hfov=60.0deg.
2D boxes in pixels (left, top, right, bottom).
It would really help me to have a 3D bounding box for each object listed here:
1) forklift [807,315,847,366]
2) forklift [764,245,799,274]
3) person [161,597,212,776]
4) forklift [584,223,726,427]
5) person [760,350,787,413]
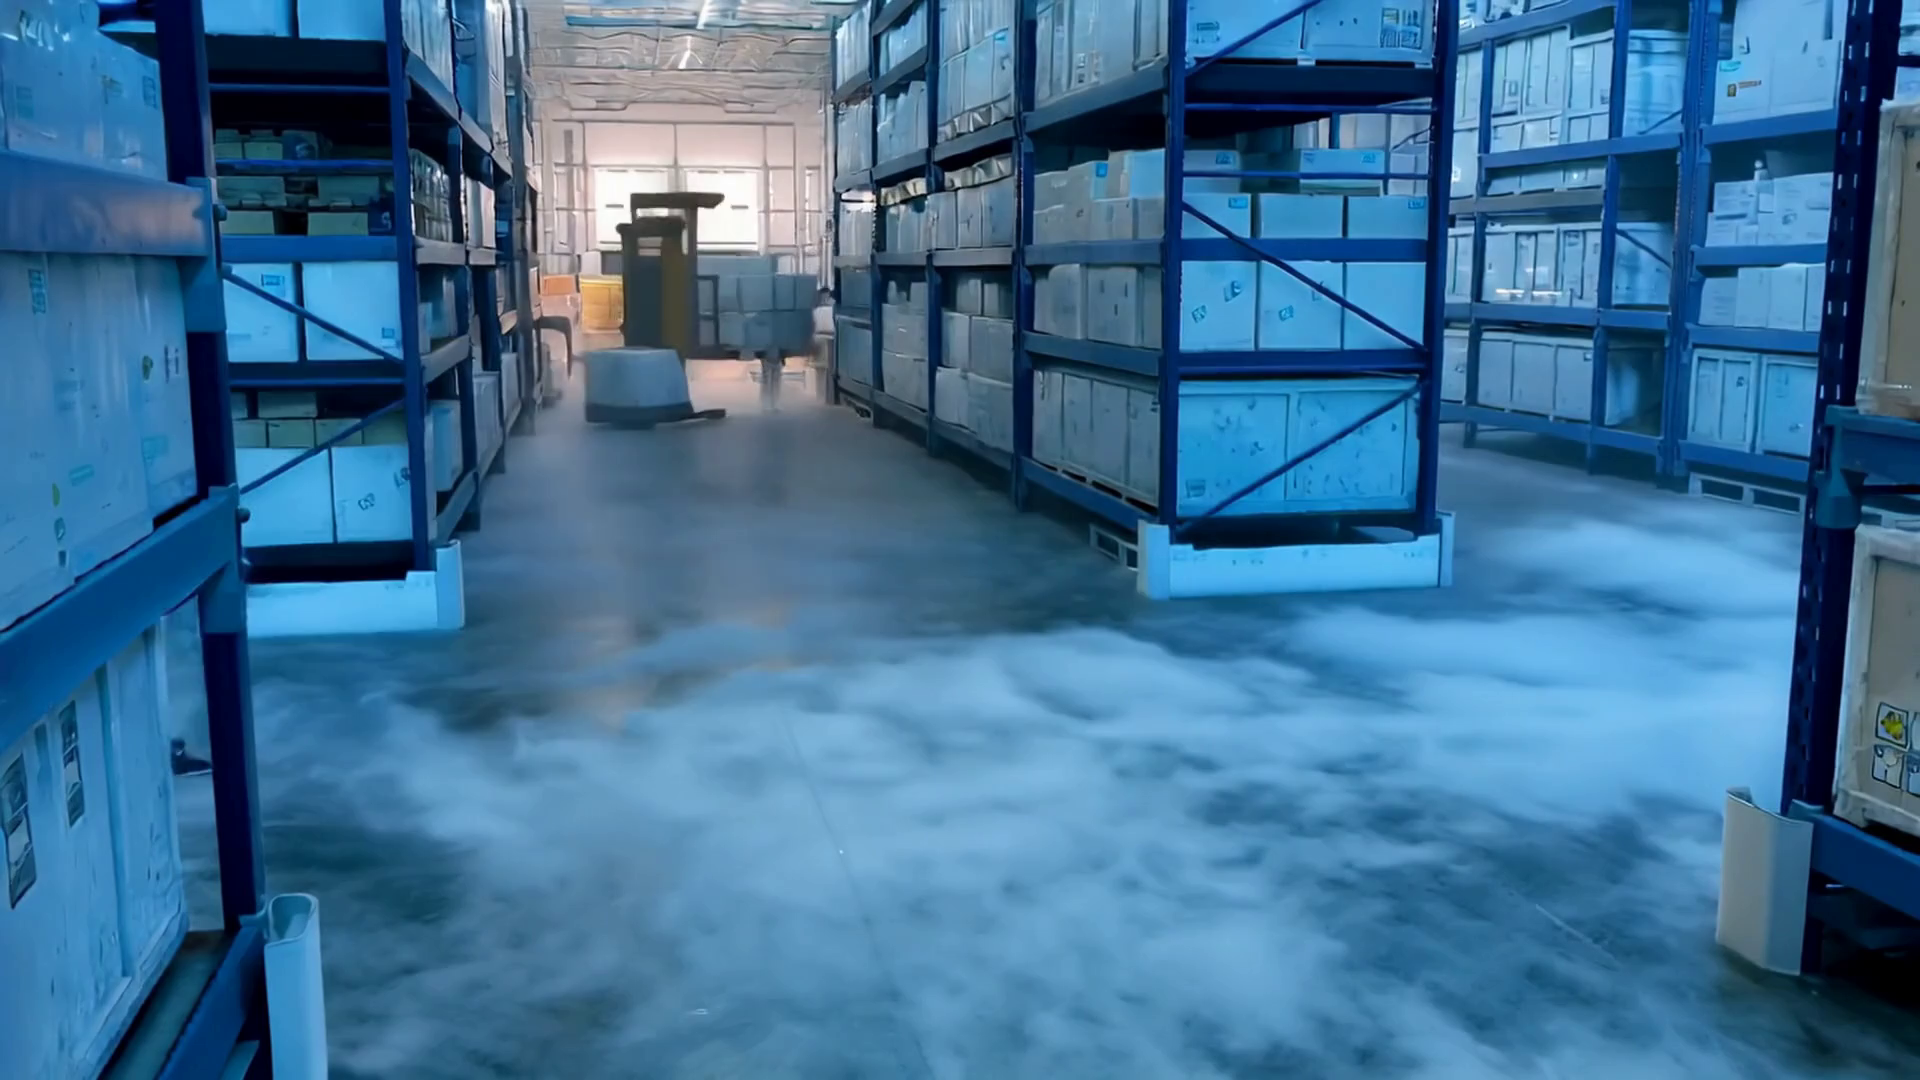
[{"bbox_3d":[-1.827,-4.188,30.352,1.873,2.768,1.129,-2,10,-12],"label":"forklift"},{"bbox_3d":[-4.934,-6.796,46.247,1.129,2.768,1.873,0,9,3],"label":"forklift"},{"bbox_3d":[-3.539,0.101,7.205,0.657,1.887,0.673,-1,9,-6],"label":"person"},{"bbox_3d":[-4.345,-3.060,23.474,1.129,2.768,1.873,5,11,28],"label":"forklift"},{"bbox_3d":[-2.864,-2.757,25.393,0.311,1.642,0.513,7,12,38],"label":"person"}]
